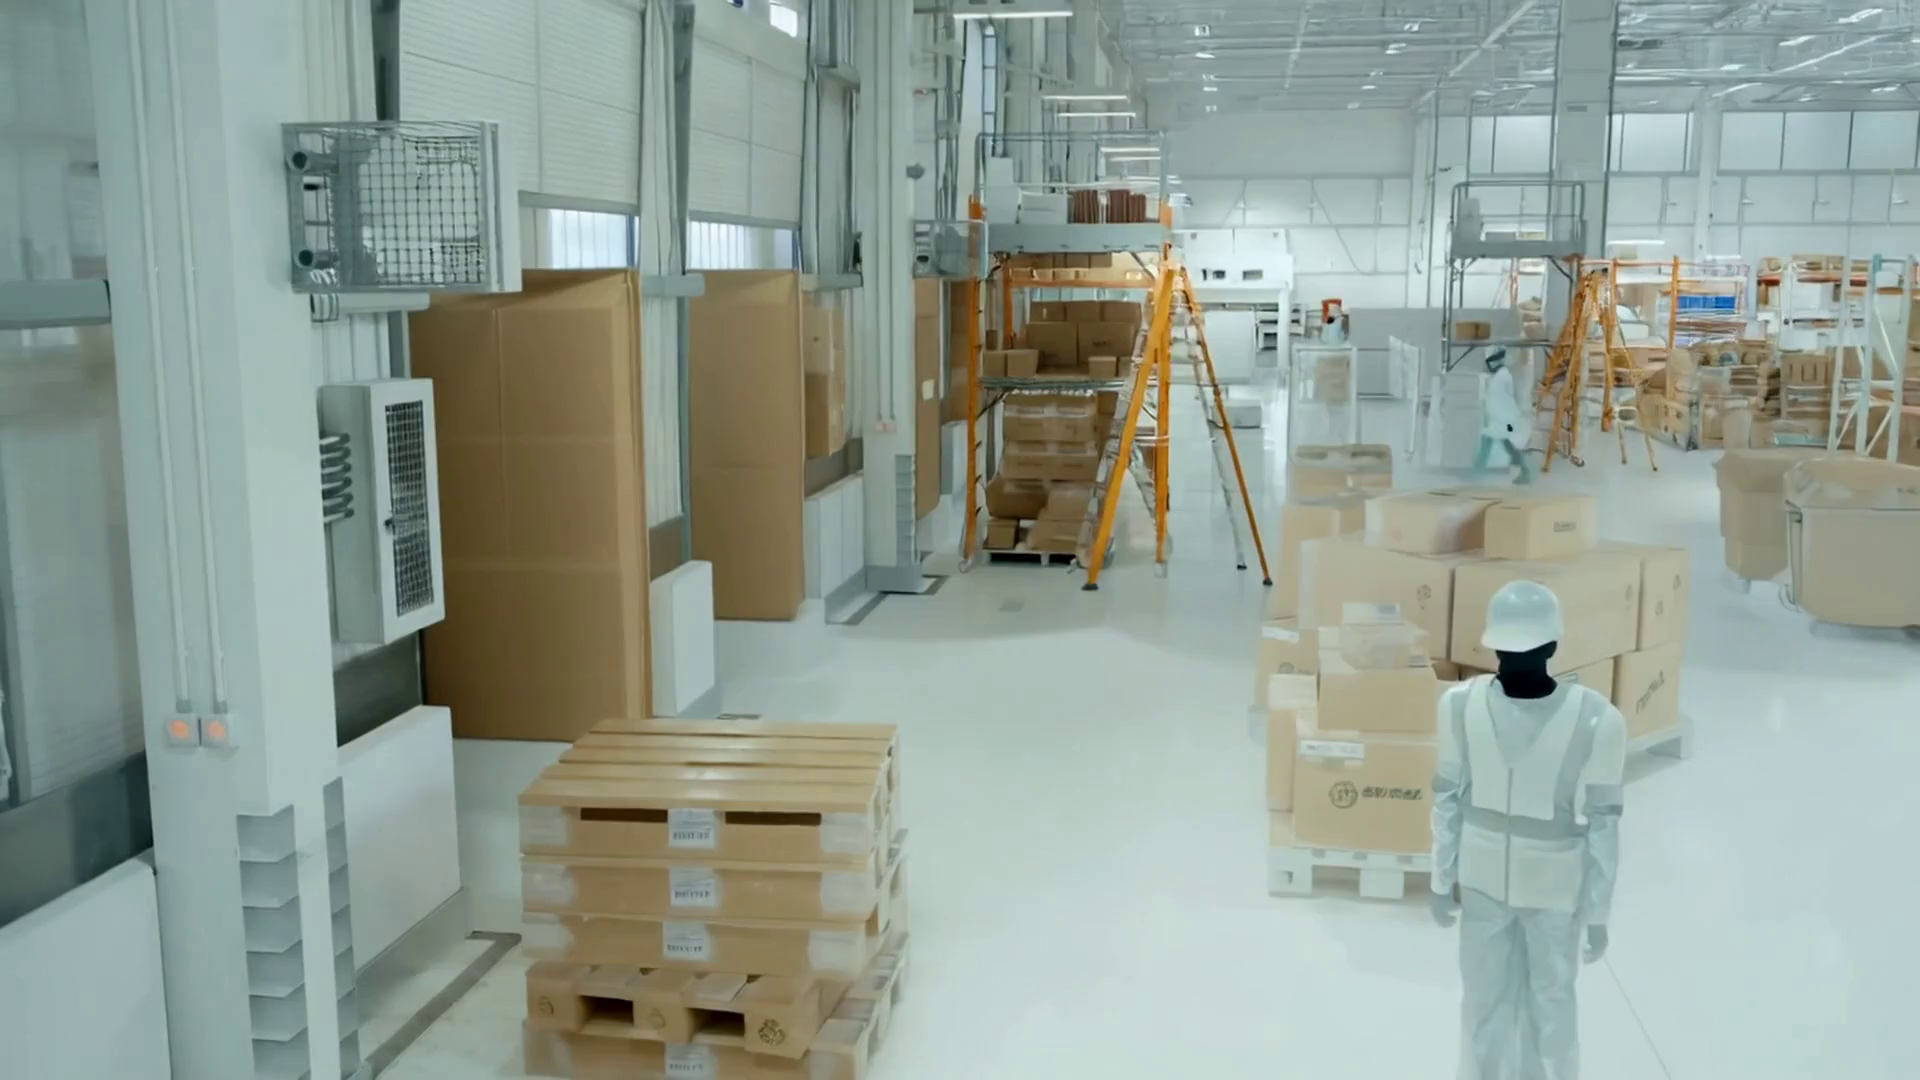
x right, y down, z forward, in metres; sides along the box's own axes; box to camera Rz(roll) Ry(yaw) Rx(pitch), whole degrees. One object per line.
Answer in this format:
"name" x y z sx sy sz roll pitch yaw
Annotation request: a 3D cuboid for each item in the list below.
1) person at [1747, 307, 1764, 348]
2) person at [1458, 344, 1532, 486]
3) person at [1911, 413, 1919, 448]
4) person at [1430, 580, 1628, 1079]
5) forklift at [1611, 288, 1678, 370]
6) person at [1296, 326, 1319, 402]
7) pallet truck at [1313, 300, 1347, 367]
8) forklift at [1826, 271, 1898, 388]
"person" 20.142 -4.935 42.154 0.662 1.926 0.404 -7 11 -35
"person" 7.149 -1.642 21.985 0.981 1.883 0.538 1 9 4
"person" 15.593 -2.337 26.718 0.345 1.737 0.485 9 13 44
"person" 1.736 1.065 5.165 0.588 1.918 0.397 7 11 36
"forklift" 19.151 -6.161 46.761 1.873 2.768 1.129 -3 10 -17
"person" 7.270 -3.647 34.887 0.316 1.700 0.540 -9 13 -44
"pallet truck" 11.159 -6.200 49.718 0.823 1.965 1.885 4 10 26
"forklift" 21.070 -4.771 38.191 1.873 2.768 1.129 1 9 9
